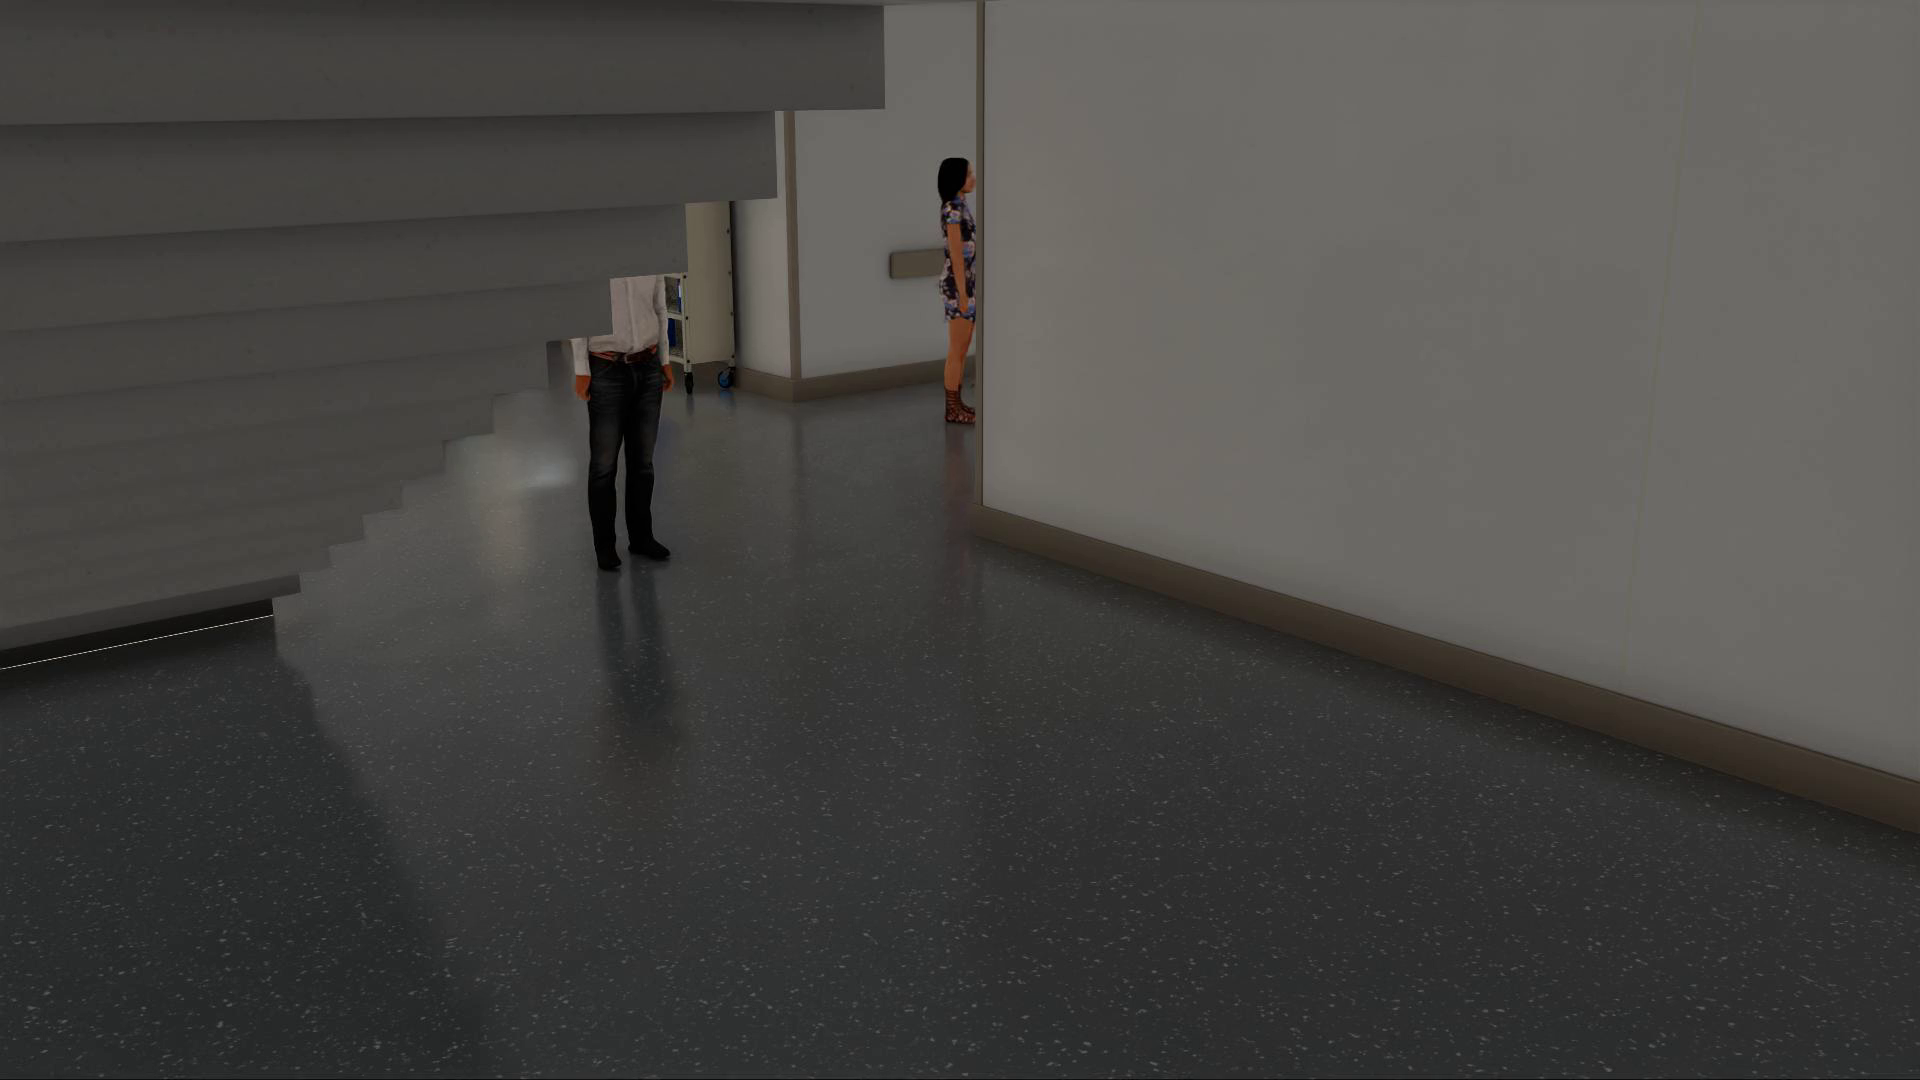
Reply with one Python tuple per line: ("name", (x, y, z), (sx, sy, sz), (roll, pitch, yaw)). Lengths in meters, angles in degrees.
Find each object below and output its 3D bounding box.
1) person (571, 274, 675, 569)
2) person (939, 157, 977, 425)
("person", (-1.595, -0.791, 7.839), (0.670, 1.810, 0.568), (-11, 19, -34))
("person", (-0.002, -1.655, 11.046), (0.725, 1.733, 0.670), (2, 16, 6))
